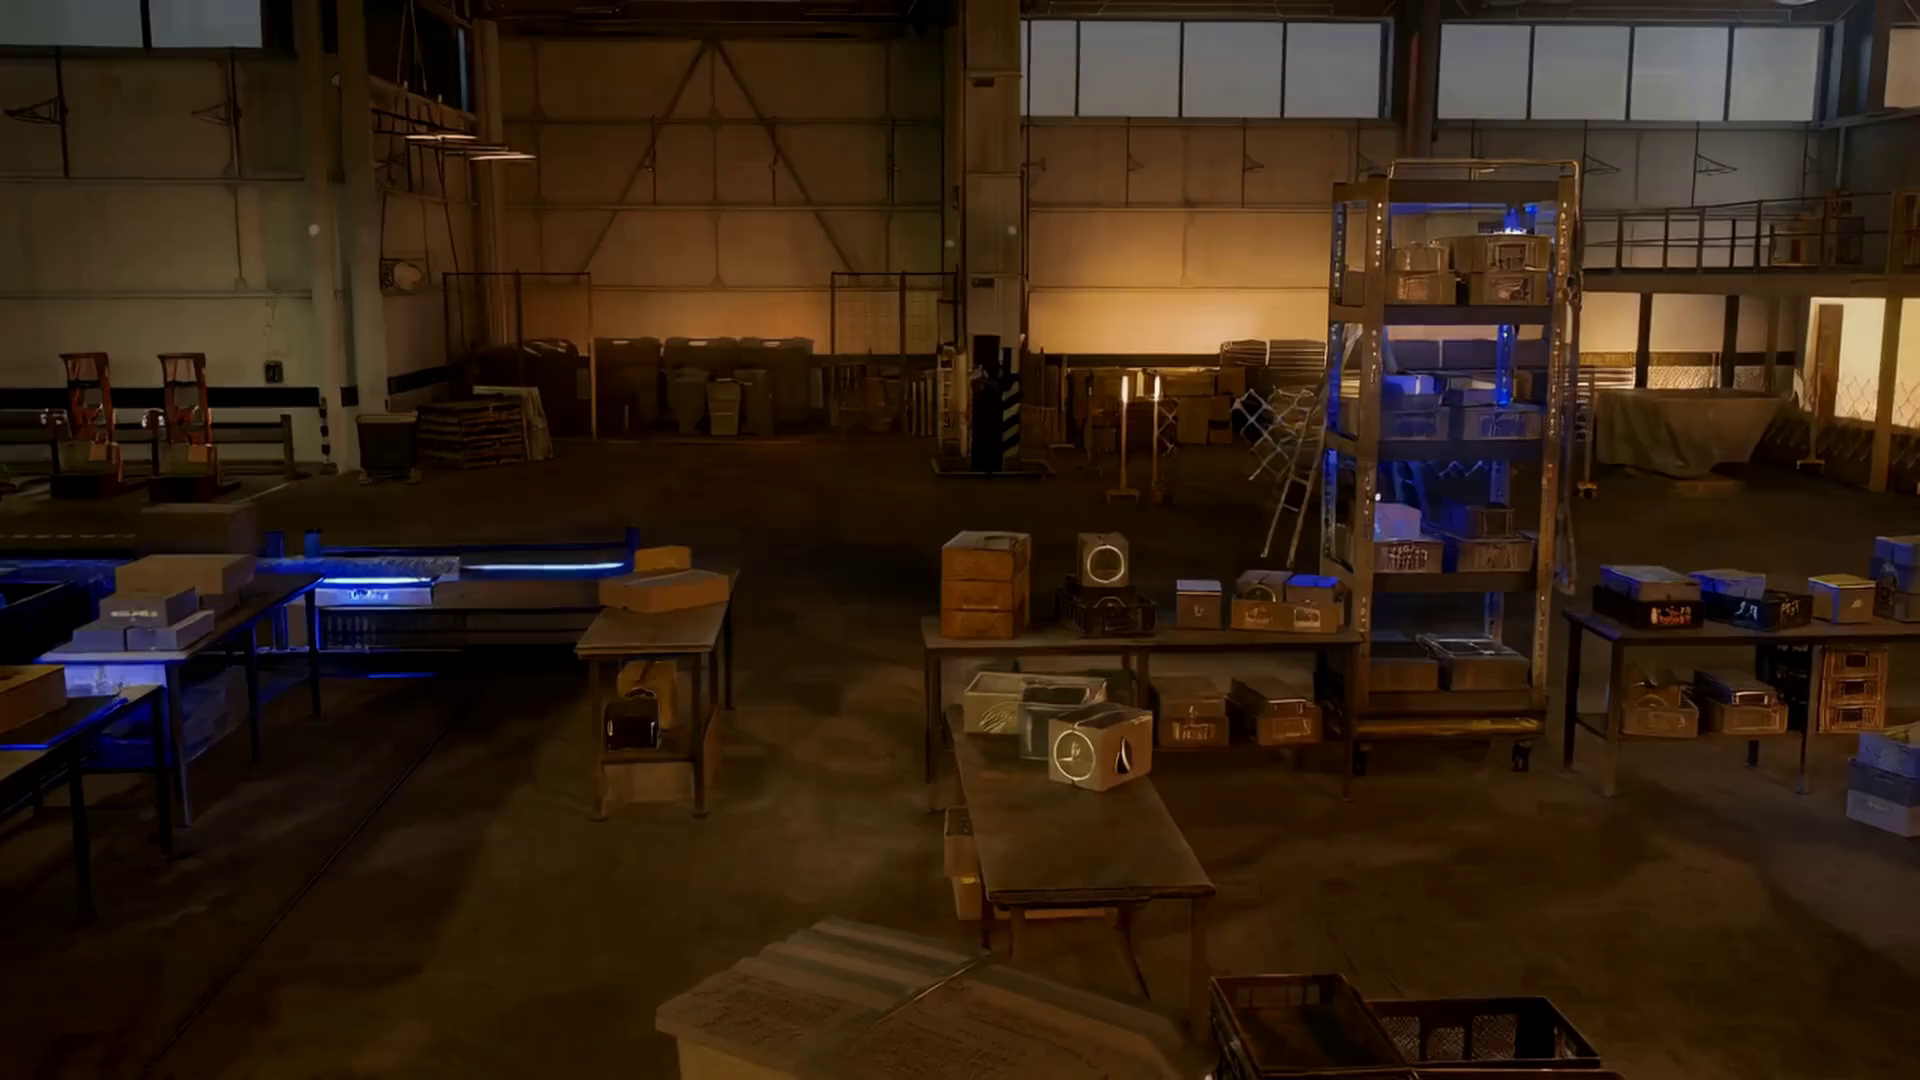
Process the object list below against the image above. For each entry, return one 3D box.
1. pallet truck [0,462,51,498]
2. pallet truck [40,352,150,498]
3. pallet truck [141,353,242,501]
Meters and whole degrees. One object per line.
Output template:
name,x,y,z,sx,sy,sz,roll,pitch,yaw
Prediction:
pallet truck,-13.193,-1.293,23.148,0.653,1.274,1.630,-1,9,-4
pallet truck,-11.907,-1.642,23.165,0.823,1.965,1.885,0,9,0
pallet truck,-10.520,-1.604,22.925,0.823,1.965,1.885,-1,9,-6
